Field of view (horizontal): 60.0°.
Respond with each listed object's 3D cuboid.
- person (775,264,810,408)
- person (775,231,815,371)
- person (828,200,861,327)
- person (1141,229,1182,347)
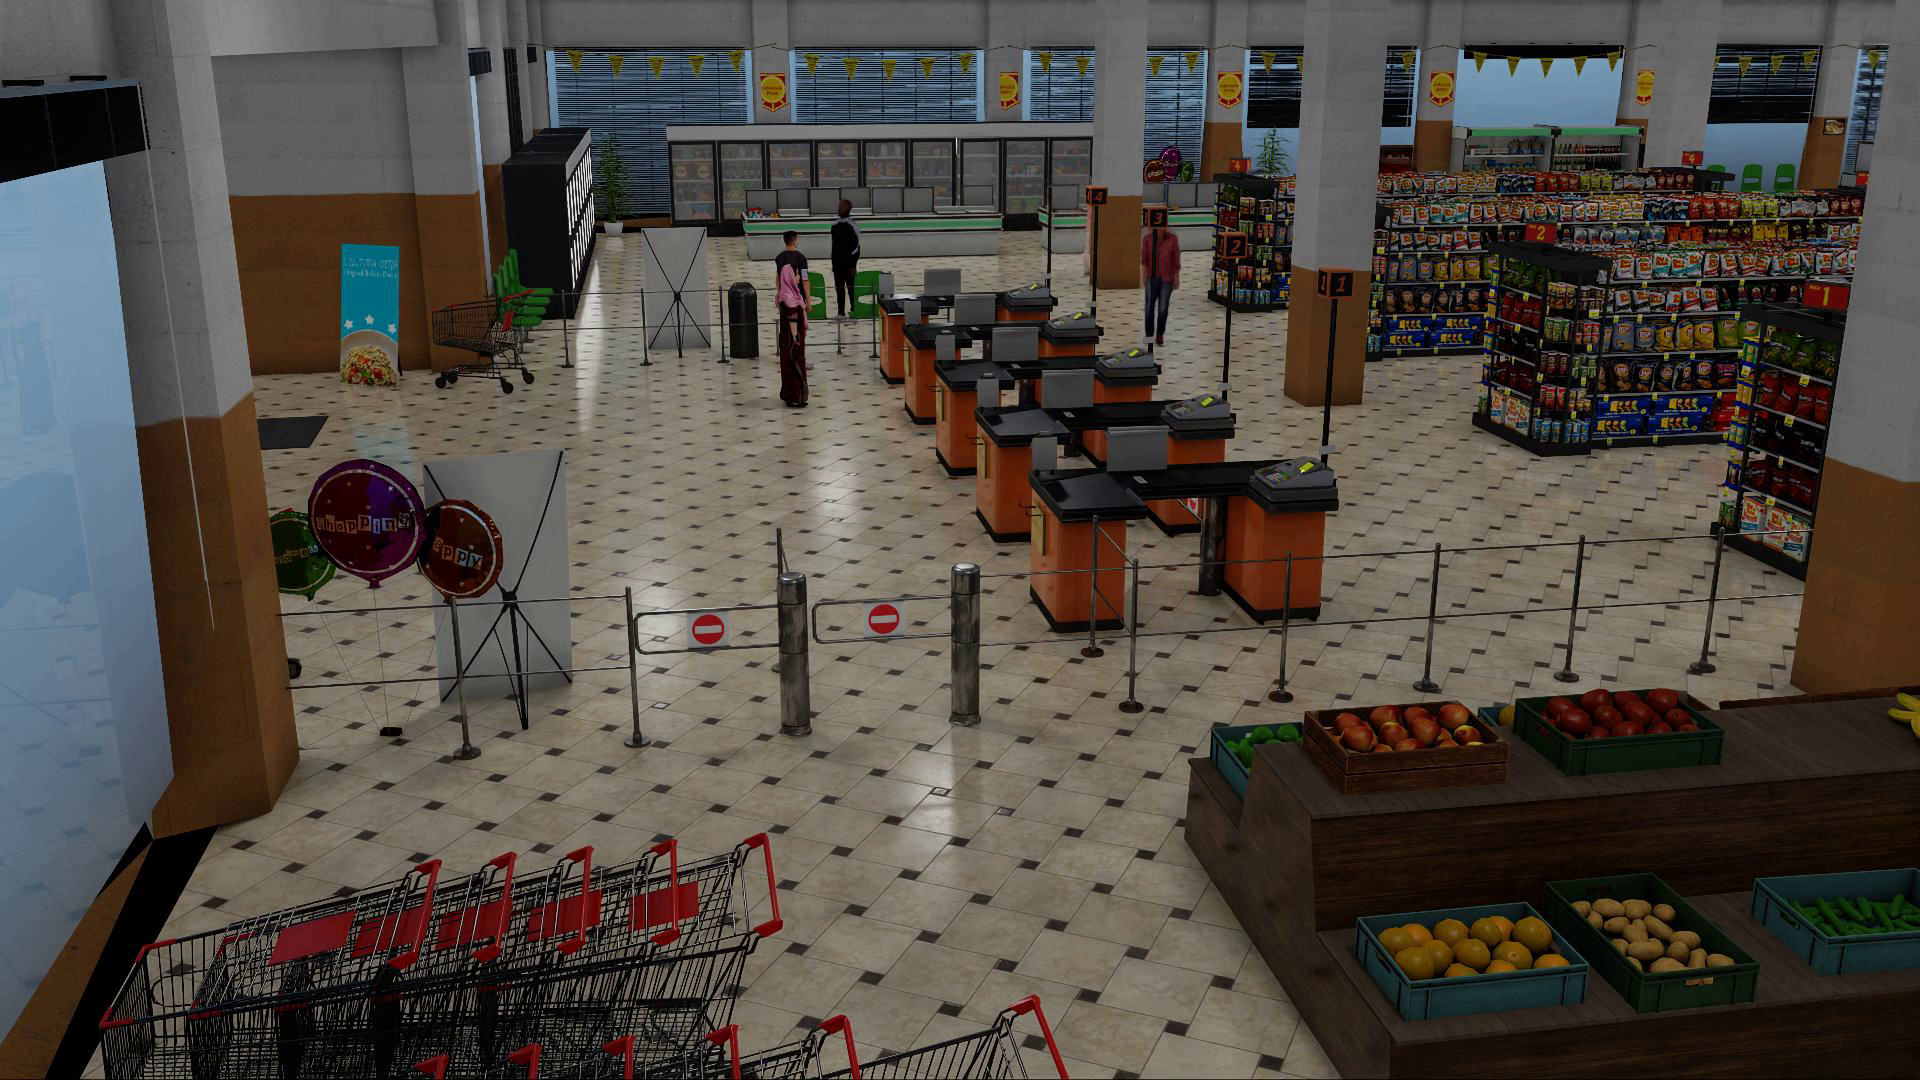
[{"bbox_3d":[-1.929,-2.354,19.102,0.596,1.637,0.659,-2,17,-7],"label":"person"},{"bbox_3d":[-2.139,-3.041,21.149,0.686,1.763,0.775,9,19,27],"label":"person"},{"bbox_3d":[-1.683,-4.103,24.534,0.734,1.828,0.768,14,22,39],"label":"person"},{"bbox_3d":[2.756,-3.603,22.915,0.822,1.812,0.864,1,17,5],"label":"person"}]
